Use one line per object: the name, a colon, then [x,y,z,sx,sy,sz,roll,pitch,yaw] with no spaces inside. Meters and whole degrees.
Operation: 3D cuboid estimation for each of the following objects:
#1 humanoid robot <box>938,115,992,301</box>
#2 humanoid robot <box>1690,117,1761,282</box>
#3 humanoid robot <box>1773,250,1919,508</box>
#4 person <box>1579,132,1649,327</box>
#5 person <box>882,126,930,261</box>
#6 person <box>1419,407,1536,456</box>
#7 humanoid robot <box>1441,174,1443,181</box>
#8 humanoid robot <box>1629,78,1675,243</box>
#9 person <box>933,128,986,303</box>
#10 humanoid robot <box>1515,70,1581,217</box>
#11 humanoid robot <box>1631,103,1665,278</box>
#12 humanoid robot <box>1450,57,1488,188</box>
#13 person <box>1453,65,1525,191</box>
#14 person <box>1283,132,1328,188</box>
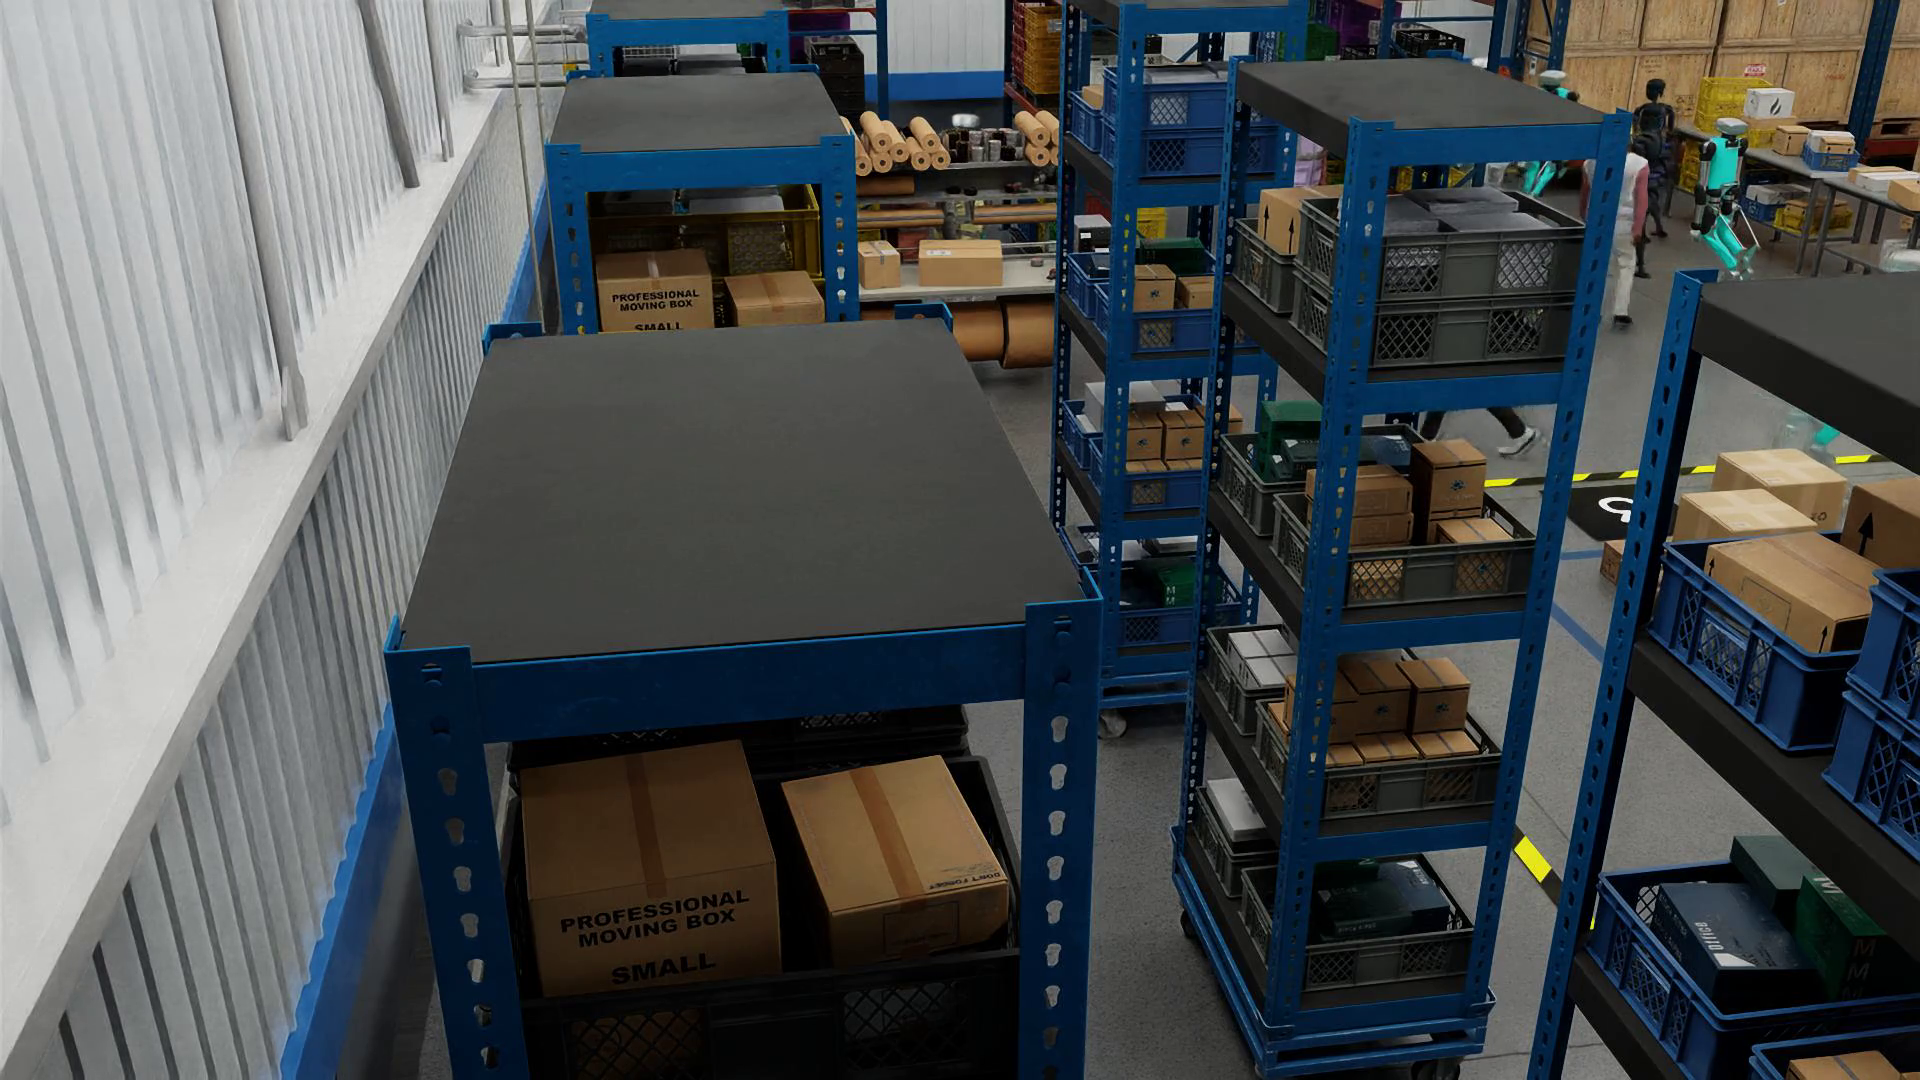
humanoid robot: [0.056,-2.970,15.016,0.534,1.791,0.863,4,25,9]
humanoid robot: [6.706,-2.764,14.438,0.532,1.711,0.694,-13,28,-27]
humanoid robot: [5.676,-1.050,10.870,0.913,1.793,0.547,14,28,28]
person: [5.659,-2.752,14.463,0.632,1.787,0.464,23,33,40]
person: [-0.416,-2.333,13.340,0.362,1.963,0.611,9,26,19]
person: [3.612,-1.432,11.574,0.861,1.810,0.628,1,25,2]
humanoid robot: [5.220,-4.535,18.238,0.533,1.677,0.735,12,27,24]
humanoid robot: [7.088,-3.894,17.095,0.609,1.639,0.413,-10,26,-20]
person: [0.000,-2.493,13.842,0.429,1.840,0.629,6,25,12]
humanoid robot: [5.847,-3.828,16.919,0.530,1.790,0.994,19,31,36]
humanoid robot: [6.508,-3.329,15.860,0.430,1.643,0.591,17,30,32]
humanoid robot: [5.531,-4.312,18.048,0.544,1.873,0.775,4,25,8]
person: [5.286,-3.786,16.627,0.707,1.855,0.673,-1,25,-3]
person: [3.178,-3.343,15.441,0.606,2.048,0.367,-13,28,-26]
